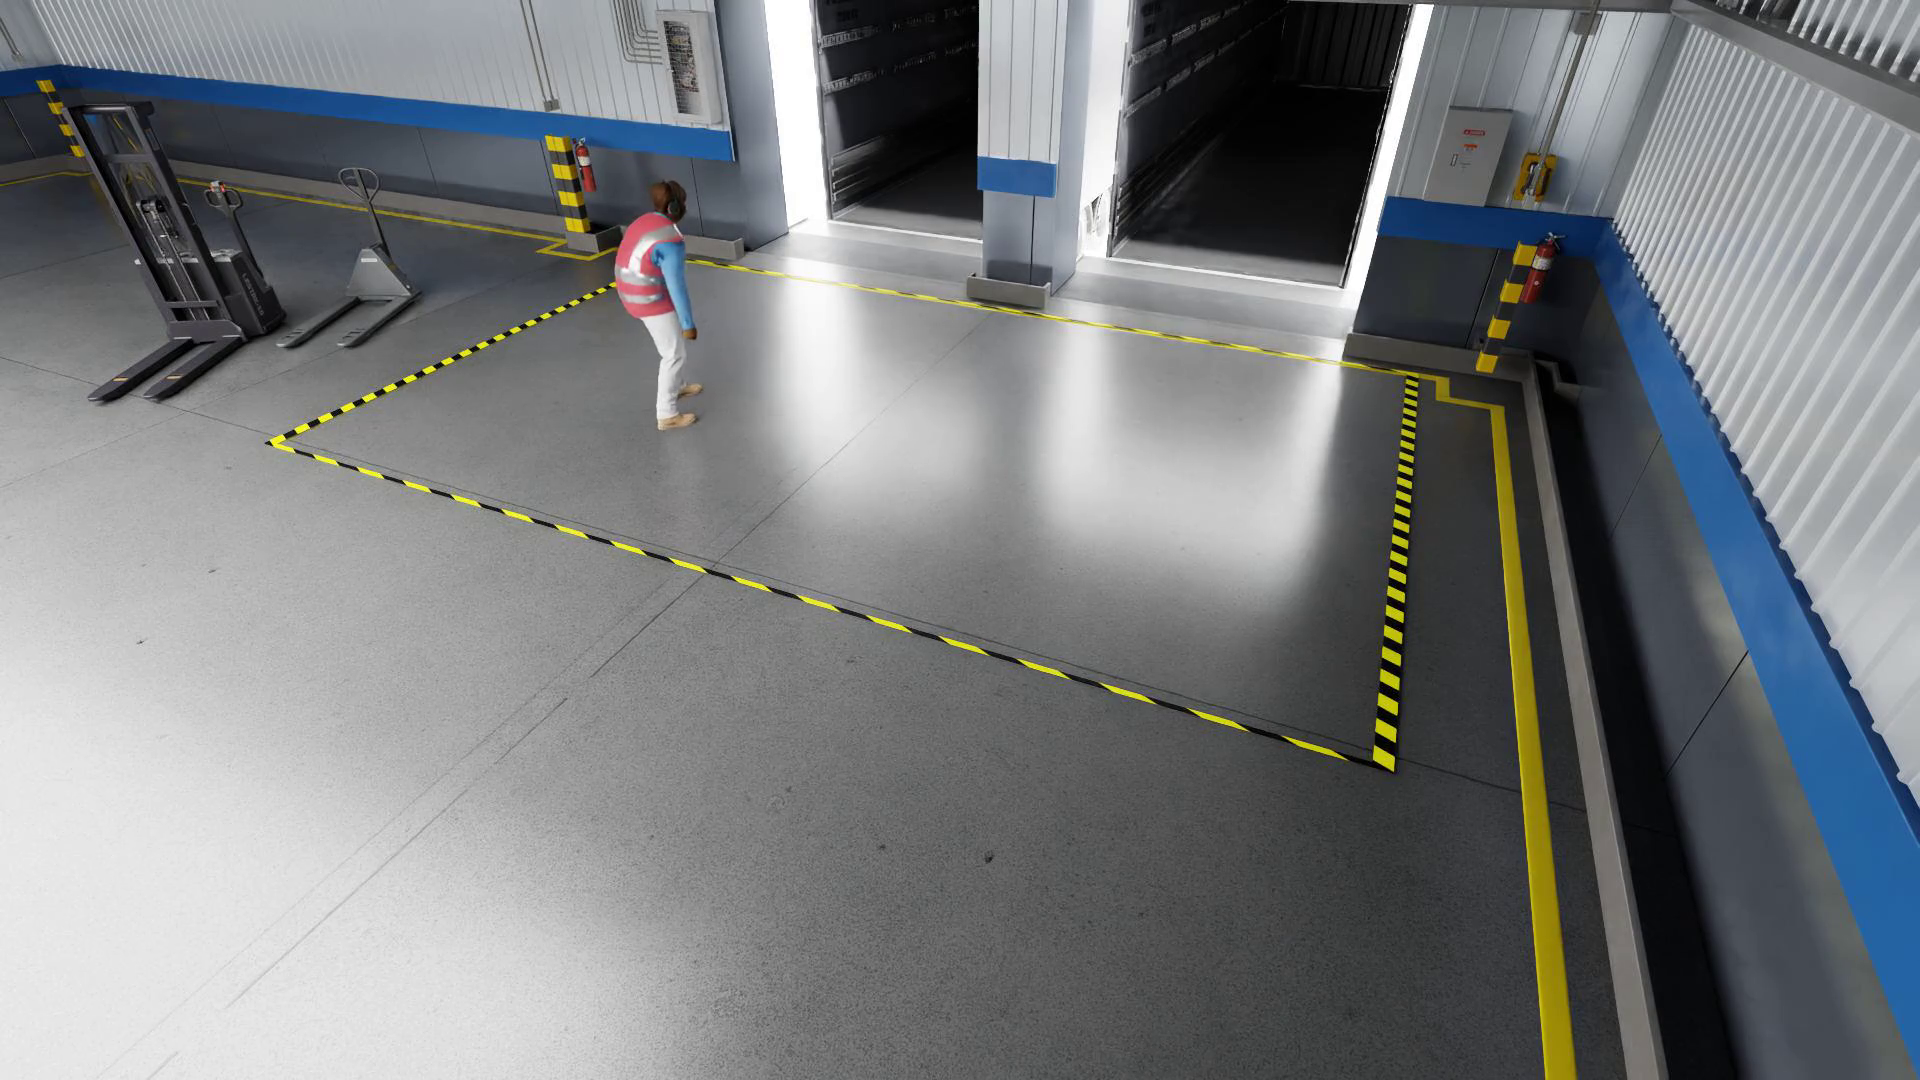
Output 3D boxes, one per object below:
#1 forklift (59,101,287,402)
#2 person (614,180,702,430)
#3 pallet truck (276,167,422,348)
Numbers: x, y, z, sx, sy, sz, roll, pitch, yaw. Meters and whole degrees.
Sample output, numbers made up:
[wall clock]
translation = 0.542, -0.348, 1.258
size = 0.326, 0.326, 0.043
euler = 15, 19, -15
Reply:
[forklift]
translation = -6.686, -2.387, 7.434
size = 0.823, 1.965, 1.885
euler = -3, 35, -5
[person]
translation = -2.186, -1.742, 6.795
size = 0.648, 1.684, 0.810
euler = -24, 41, -30
[pallet truck]
translation = -5.732, -2.611, 8.414
size = 0.680, 1.201, 1.601
euler = -1, 35, -1
